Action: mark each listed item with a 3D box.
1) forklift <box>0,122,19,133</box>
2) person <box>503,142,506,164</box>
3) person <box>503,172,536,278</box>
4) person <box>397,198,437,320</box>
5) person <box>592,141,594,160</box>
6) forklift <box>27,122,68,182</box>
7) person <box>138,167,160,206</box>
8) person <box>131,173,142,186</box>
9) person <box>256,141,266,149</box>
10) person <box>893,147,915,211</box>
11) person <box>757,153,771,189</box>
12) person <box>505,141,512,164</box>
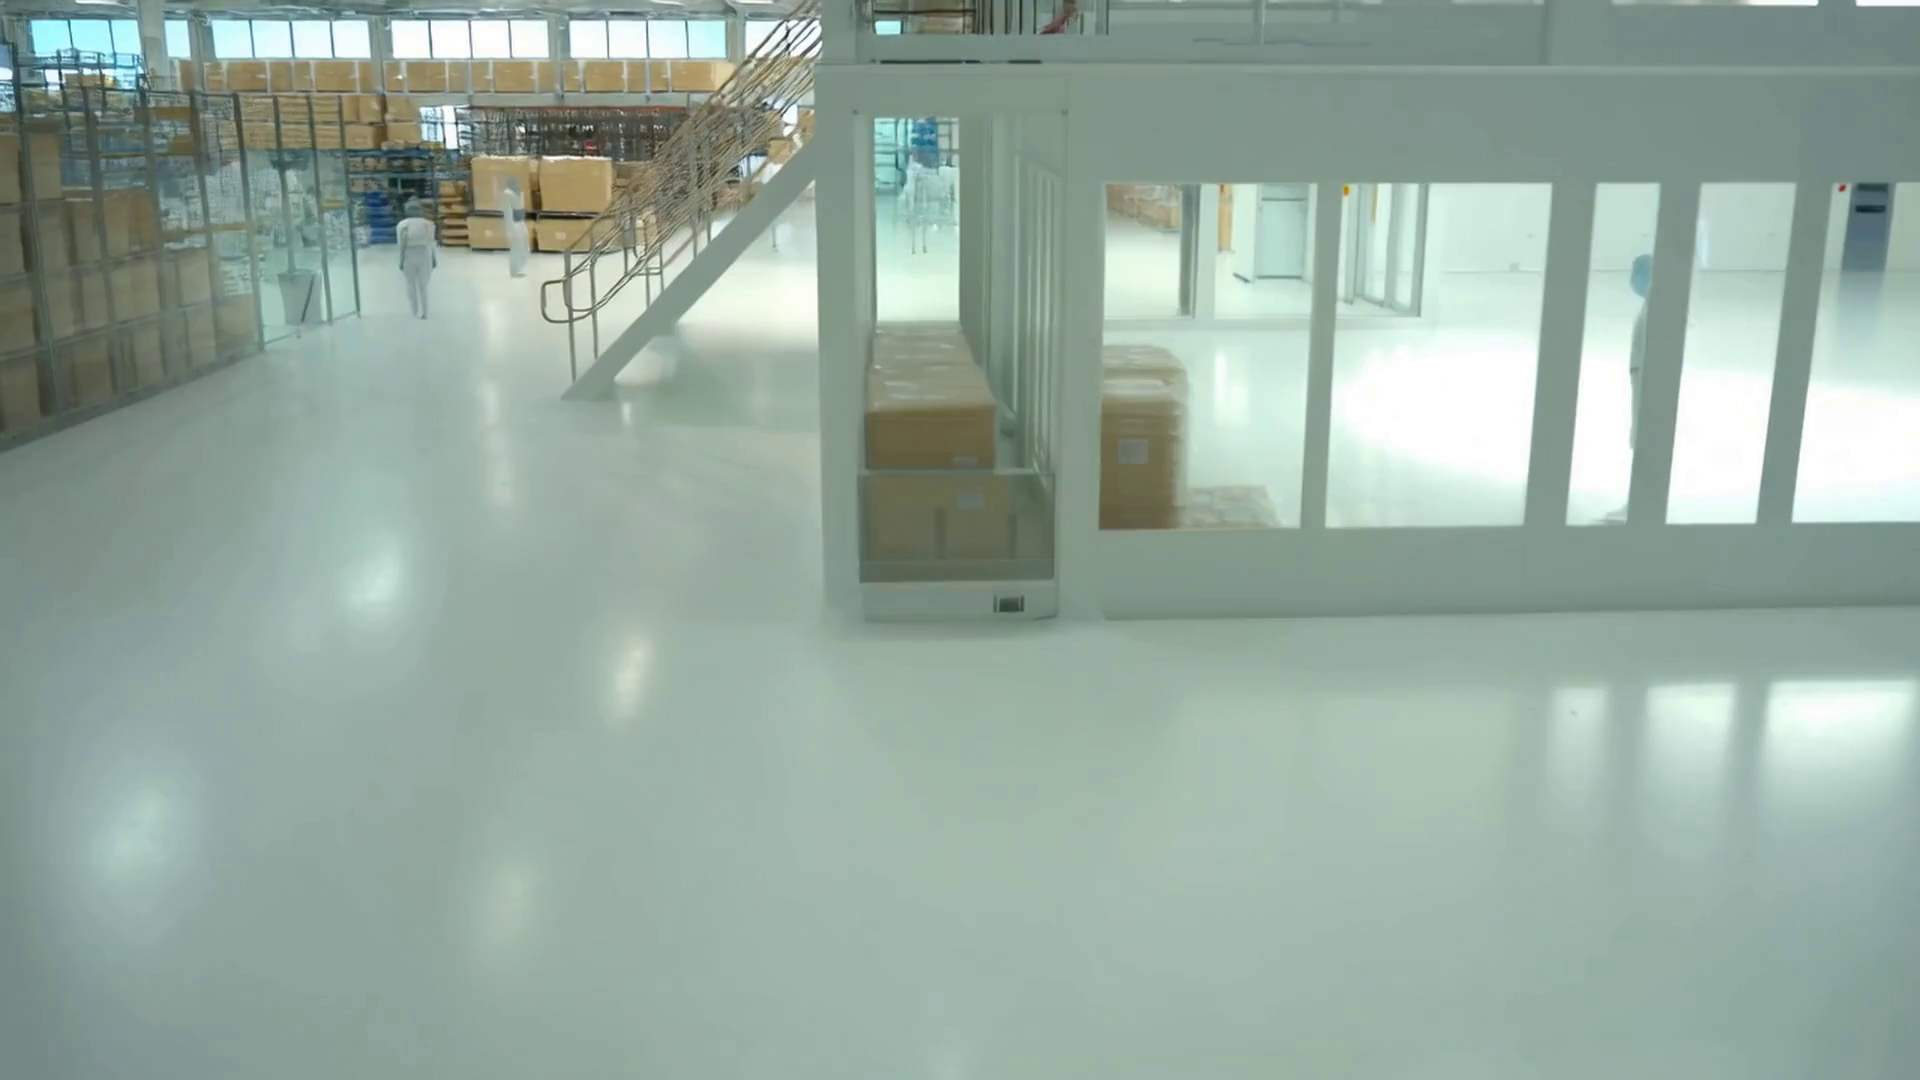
[{"bbox_3d":[-38.379,-15.472,67.172,1.129,2.768,1.873,-1,14,-3],"label":"forklift"},{"bbox_3d":[-24.330,-20.456,89.222,0.601,1.827,0.403,10,17,35],"label":"person"},{"bbox_3d":[-7.940,-5.672,29.995,0.613,1.895,0.619,2,14,9],"label":"person"},{"bbox_3d":[-7.740,-4.015,23.754,0.510,1.694,0.881,-4,15,-15],"label":"person"},{"bbox_3d":[-20.495,-21.528,93.482,0.374,1.840,0.569,12,18,39],"label":"person"},{"bbox_3d":[-35.376,-14.773,64.377,1.129,2.768,1.873,-1,14,-2],"label":"forklift"},{"bbox_3d":[-15.656,-6.250,32.187,0.554,1.952,0.638,1,14,4],"label":"person"},{"bbox_3d":[-16.545,-6.524,33.669,0.312,1.768,0.522,-10,17,-34],"label":"person"},{"bbox_3d":[-36.619,-19.954,87.092,1.038,1.885,0.604,9,17,33],"label":"person"},{"bbox_3d":[-1.782,-11.580,53.401,0.627,1.995,0.982,9,17,32],"label":"person"},{"bbox_3d":[-6.189,-11.201,52.215,0.997,1.836,0.711,1,14,4],"label":"person"},{"bbox_3d":[-22.319,-18.802,82.319,0.490,1.973,0.639,-5,15,-18],"label":"person"}]
